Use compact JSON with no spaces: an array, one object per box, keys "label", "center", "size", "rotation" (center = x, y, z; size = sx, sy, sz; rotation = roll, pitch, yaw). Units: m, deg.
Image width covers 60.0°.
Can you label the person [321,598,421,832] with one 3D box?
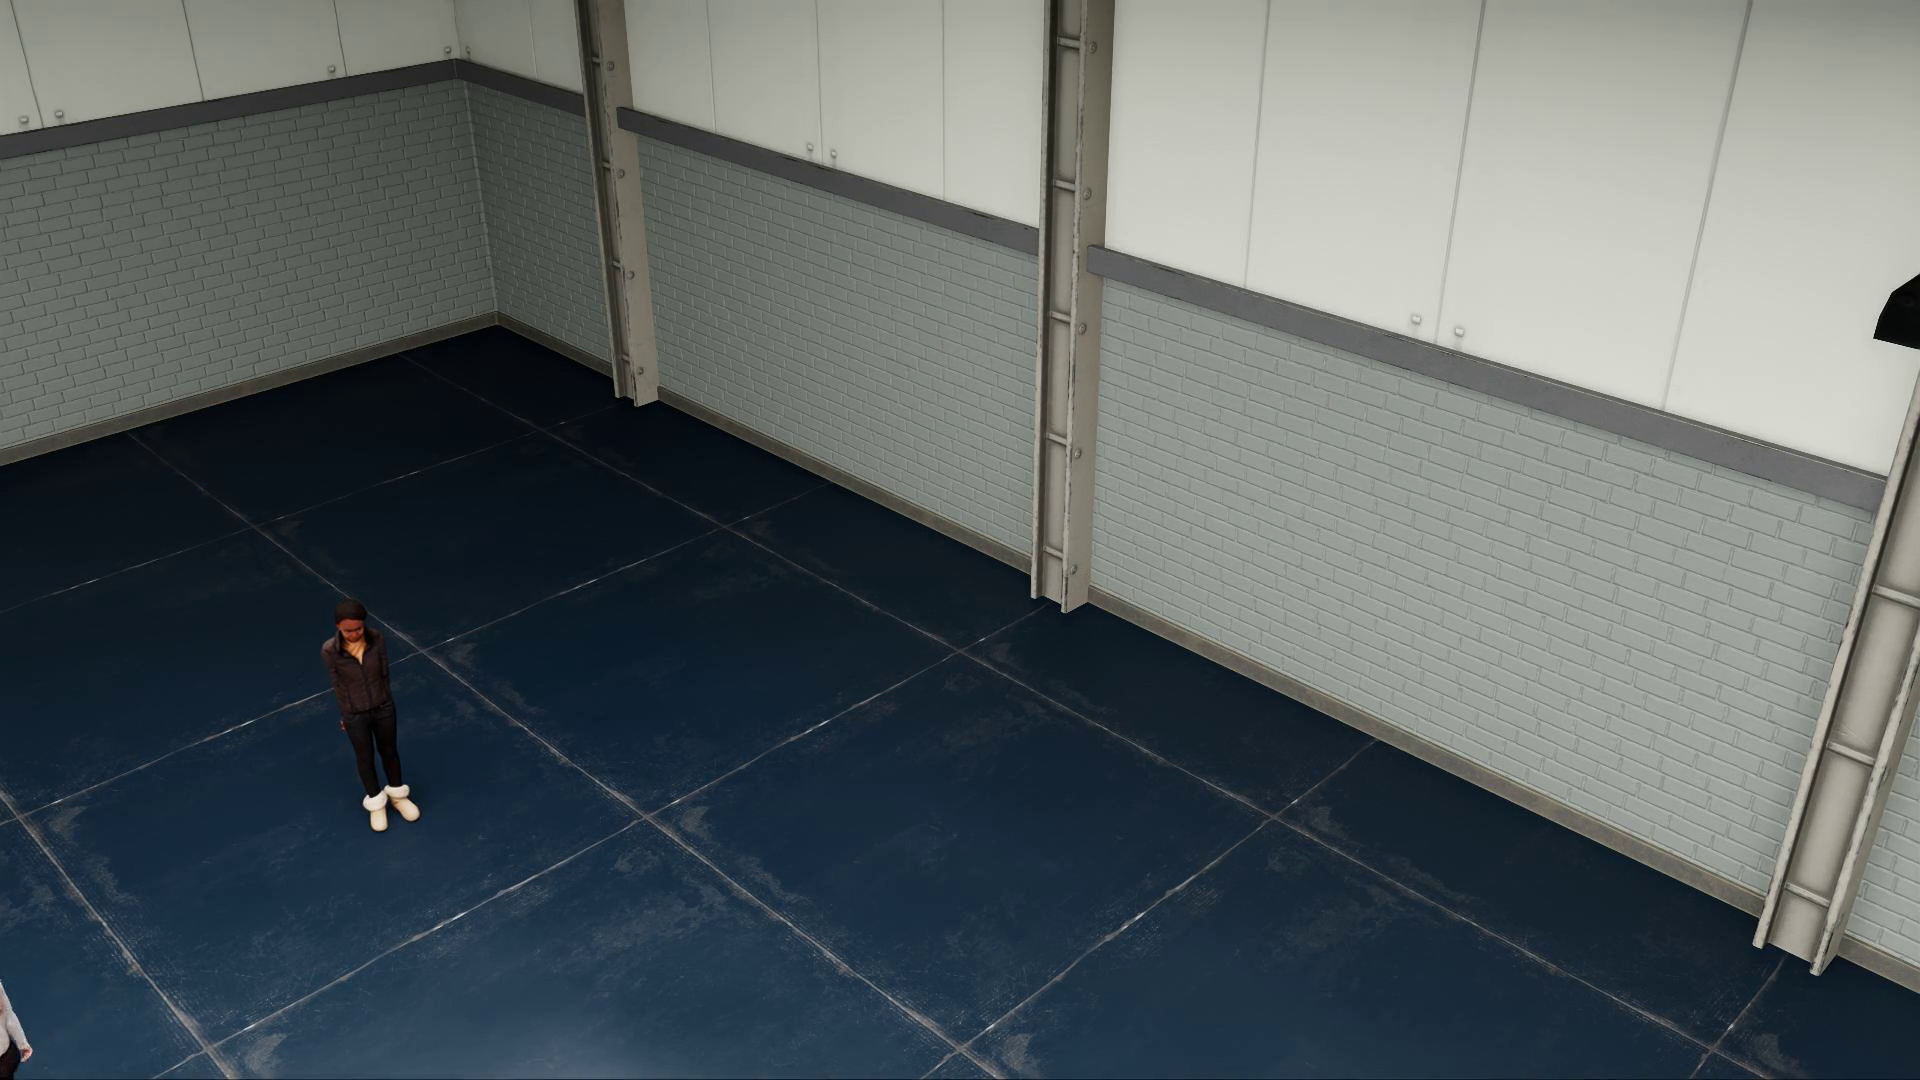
[{"label":"person","center":[-3.899,1.098,10.925],"size":[0.596,1.661,0.648],"rotation":[-21,35,-34]}]
